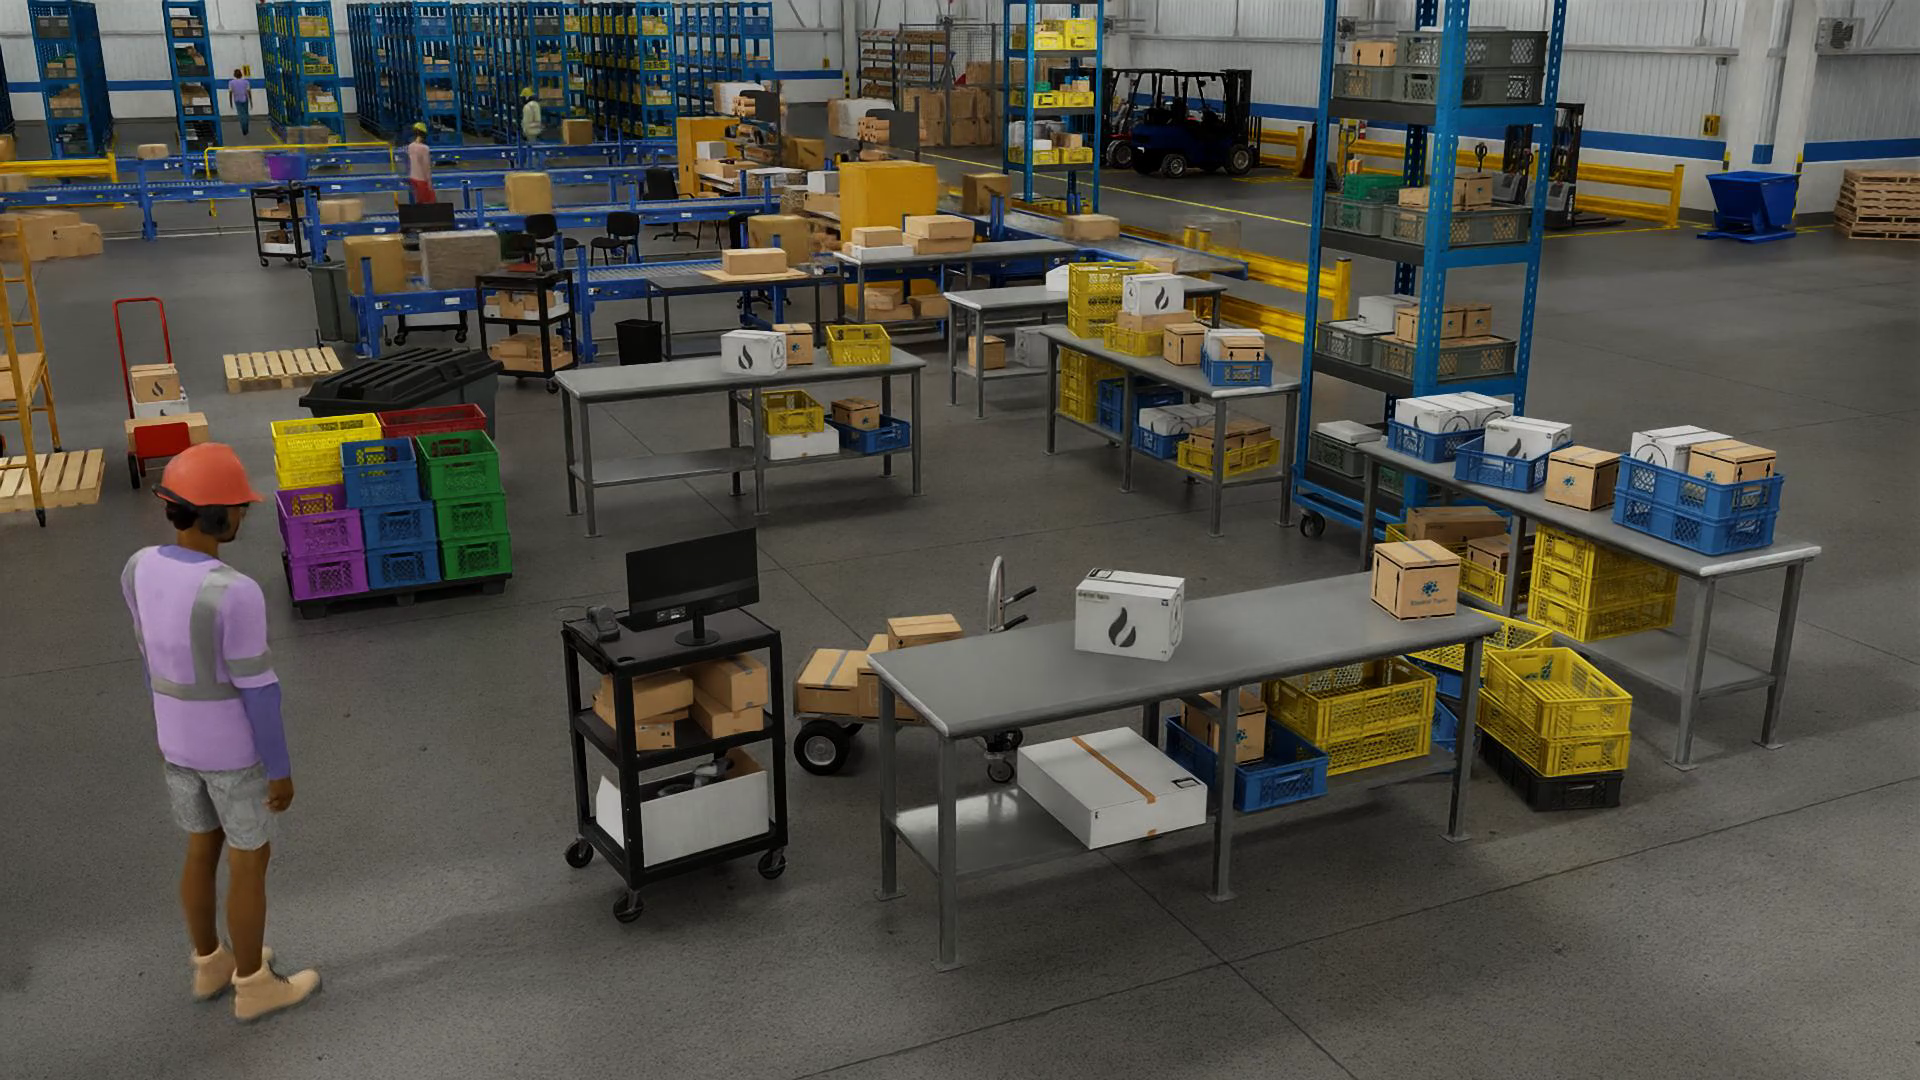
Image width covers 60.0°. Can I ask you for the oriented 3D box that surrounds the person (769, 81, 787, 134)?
[{"bbox_3d":[-4.253,-9.471,37.825,0.965,1.861,0.673,-2,18,-6],"label":"person"}]

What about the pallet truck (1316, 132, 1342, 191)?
[{"bbox_3d":[7.723,-7.504,32.656,1.601,1.201,0.680,-8,19,-23],"label":"pallet truck"}]

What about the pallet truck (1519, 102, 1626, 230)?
[{"bbox_3d":[9.972,-6.037,26.785,1.885,1.965,0.823,-9,20,-25],"label":"pallet truck"}]

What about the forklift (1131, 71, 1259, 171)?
[{"bbox_3d":[4.998,-8.936,35.413,2.680,1.987,1.157,-9,20,-25],"label":"forklift"}]

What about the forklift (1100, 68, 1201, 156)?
[{"bbox_3d":[4.082,-9.564,37.410,2.680,1.987,1.157,-8,19,-23],"label":"forklift"}]

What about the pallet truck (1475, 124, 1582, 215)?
[{"bbox_3d":[9.707,-6.455,28.103,1.885,1.965,0.823,-7,19,-20],"label":"pallet truck"}]

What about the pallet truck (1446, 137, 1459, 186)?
[{"bbox_3d":[9.184,-6.485,29.328,1.630,1.274,0.653,-8,19,-23],"label":"pallet truck"}]

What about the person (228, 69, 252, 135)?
[{"bbox_3d":[-20.475,-12.479,47.378,0.573,1.820,0.849,-9,20,-27],"label":"person"}]

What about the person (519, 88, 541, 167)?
[{"bbox_3d":[-9.235,-8.796,35.768,0.429,1.812,0.614,3,18,11],"label":"person"}]

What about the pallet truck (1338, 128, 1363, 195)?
[{"bbox_3d":[7.845,-7.140,31.411,1.522,1.261,0.704,-9,20,-25],"label":"pallet truck"}]

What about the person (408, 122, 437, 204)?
[{"bbox_3d":[-8.353,-5.572,25.738,0.553,1.739,0.470,14,22,37],"label":"person"}]

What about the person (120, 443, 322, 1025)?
[{"bbox_3d":[-2.474,0.668,5.625,0.611,2.030,0.413,10,20,28],"label":"person"}]
